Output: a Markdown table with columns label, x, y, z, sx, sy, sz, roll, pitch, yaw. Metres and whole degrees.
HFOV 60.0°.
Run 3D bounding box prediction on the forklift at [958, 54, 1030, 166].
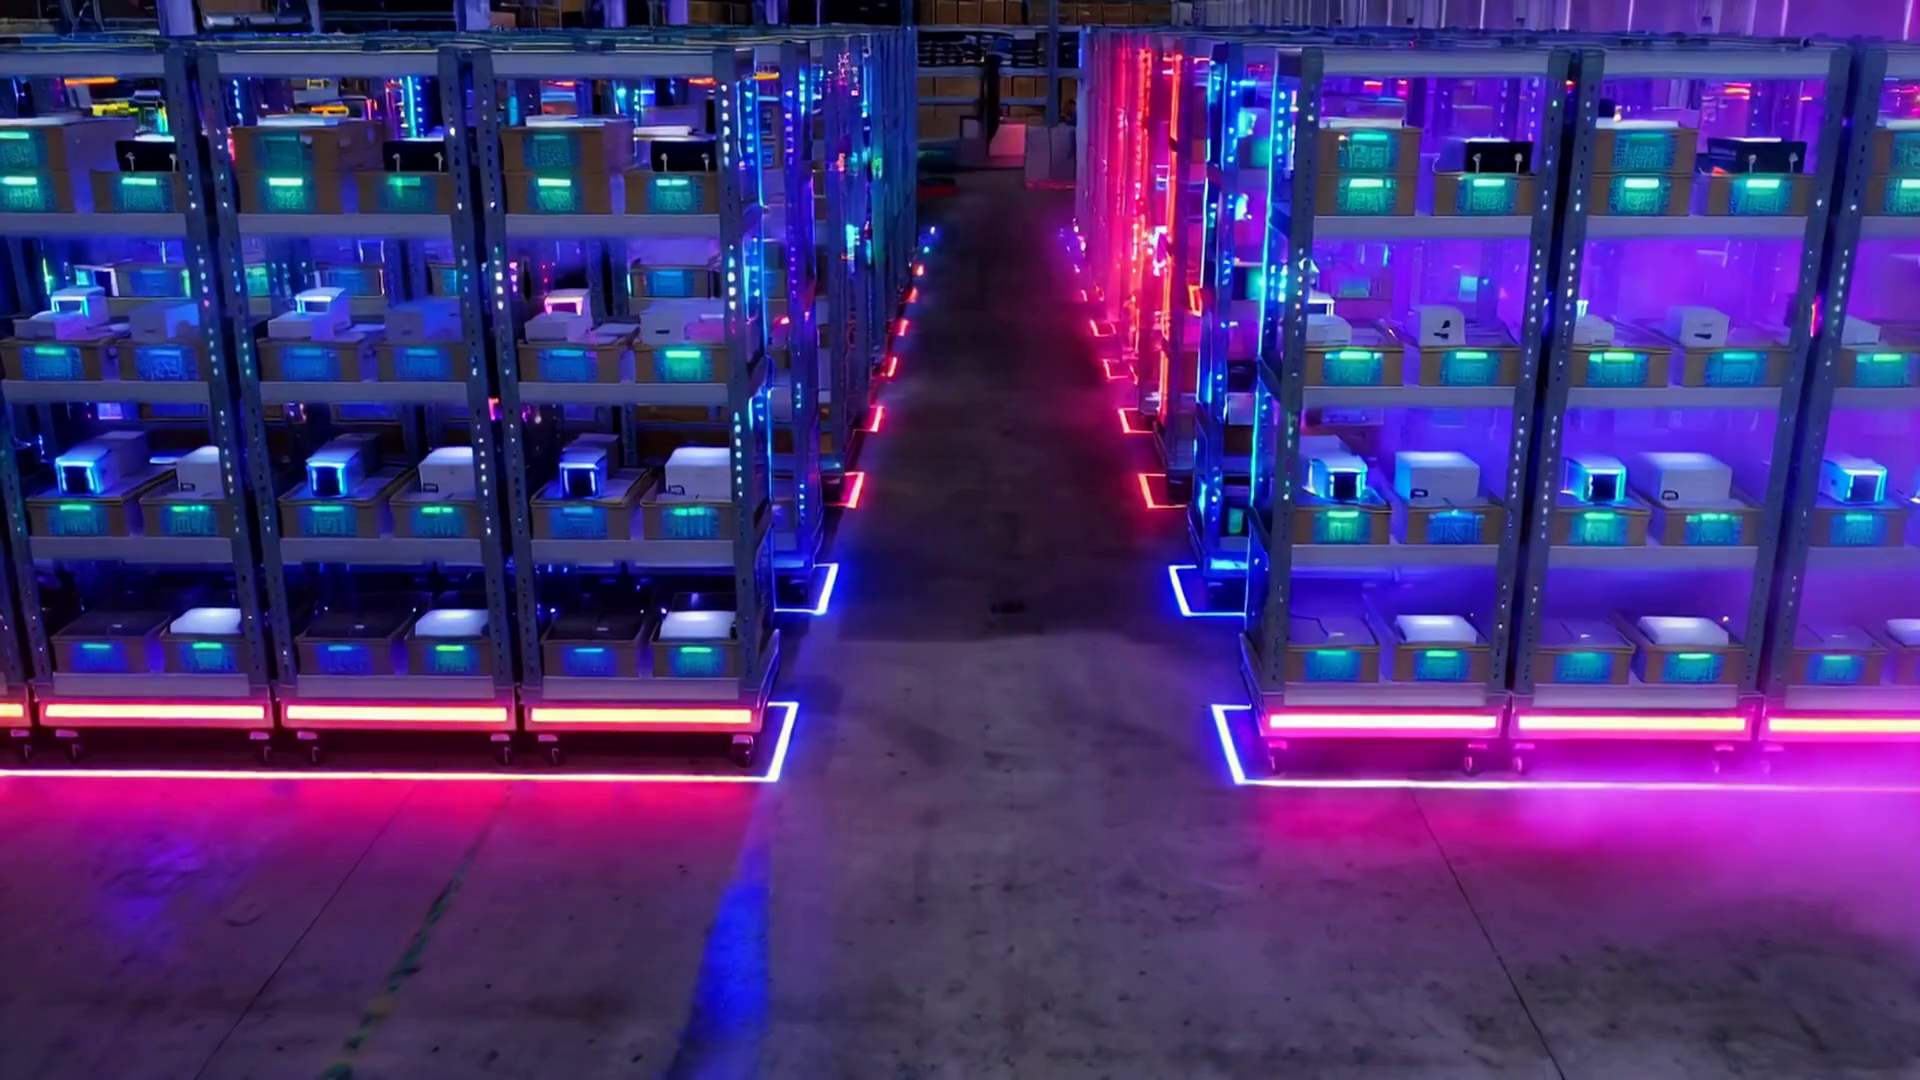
| label | x | y | z | sx | sy | sz | roll | pitch | yaw |
| --- | --- | --- | --- | --- | --- | --- | --- | --- | --- |
| forklift | 0.905 | -11.251 | 43.496 | 1.873 | 2.768 | 1.129 | 0 | 17 | 1 |
